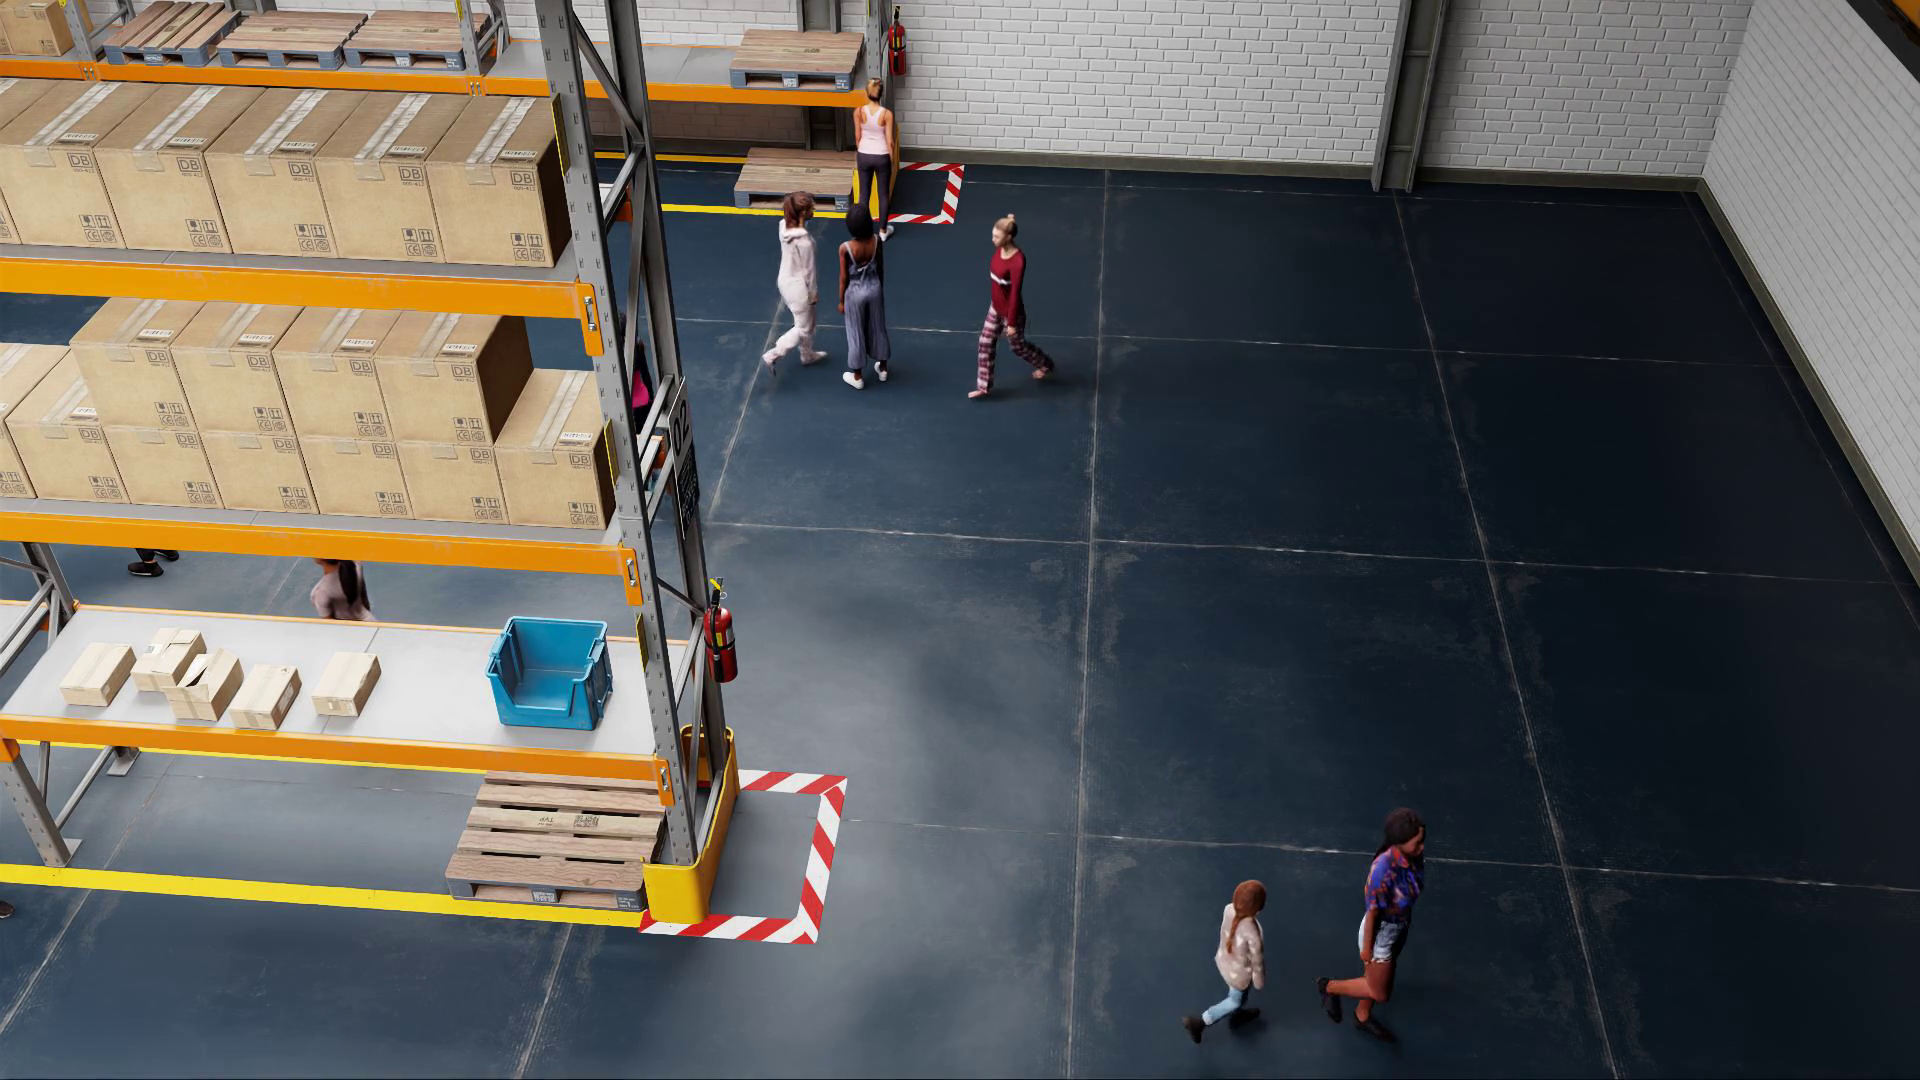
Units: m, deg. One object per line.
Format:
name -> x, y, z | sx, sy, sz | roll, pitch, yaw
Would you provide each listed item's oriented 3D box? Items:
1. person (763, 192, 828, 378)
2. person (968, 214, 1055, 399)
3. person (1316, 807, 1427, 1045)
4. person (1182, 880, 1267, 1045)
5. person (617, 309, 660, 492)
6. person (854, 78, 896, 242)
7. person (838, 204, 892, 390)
person -> -1.453, -2.142, 14.175 | 1.042, 1.667, 0.960 | -24, 44, -27
person -> 0.477, -1.946, 13.931 | 1.153, 1.665, 0.993 | -19, 42, -22
person -> 2.189, 2.038, 8.887 | 0.857, 1.735, 0.788 | 30, 47, 32
person -> 1.464, 2.306, 8.995 | 0.813, 1.180, 0.669 | -13, 40, -16
person -> -2.461, -0.977, 12.677 | 0.731, 1.716, 0.788 | -30, 48, -32
person -> -0.833, -3.694, 16.128 | 0.480, 1.654, 0.628 | 7, 39, 9
person -> -0.815, -2.061, 14.048 | 0.621, 1.698, 0.719 | -18, 42, -22
